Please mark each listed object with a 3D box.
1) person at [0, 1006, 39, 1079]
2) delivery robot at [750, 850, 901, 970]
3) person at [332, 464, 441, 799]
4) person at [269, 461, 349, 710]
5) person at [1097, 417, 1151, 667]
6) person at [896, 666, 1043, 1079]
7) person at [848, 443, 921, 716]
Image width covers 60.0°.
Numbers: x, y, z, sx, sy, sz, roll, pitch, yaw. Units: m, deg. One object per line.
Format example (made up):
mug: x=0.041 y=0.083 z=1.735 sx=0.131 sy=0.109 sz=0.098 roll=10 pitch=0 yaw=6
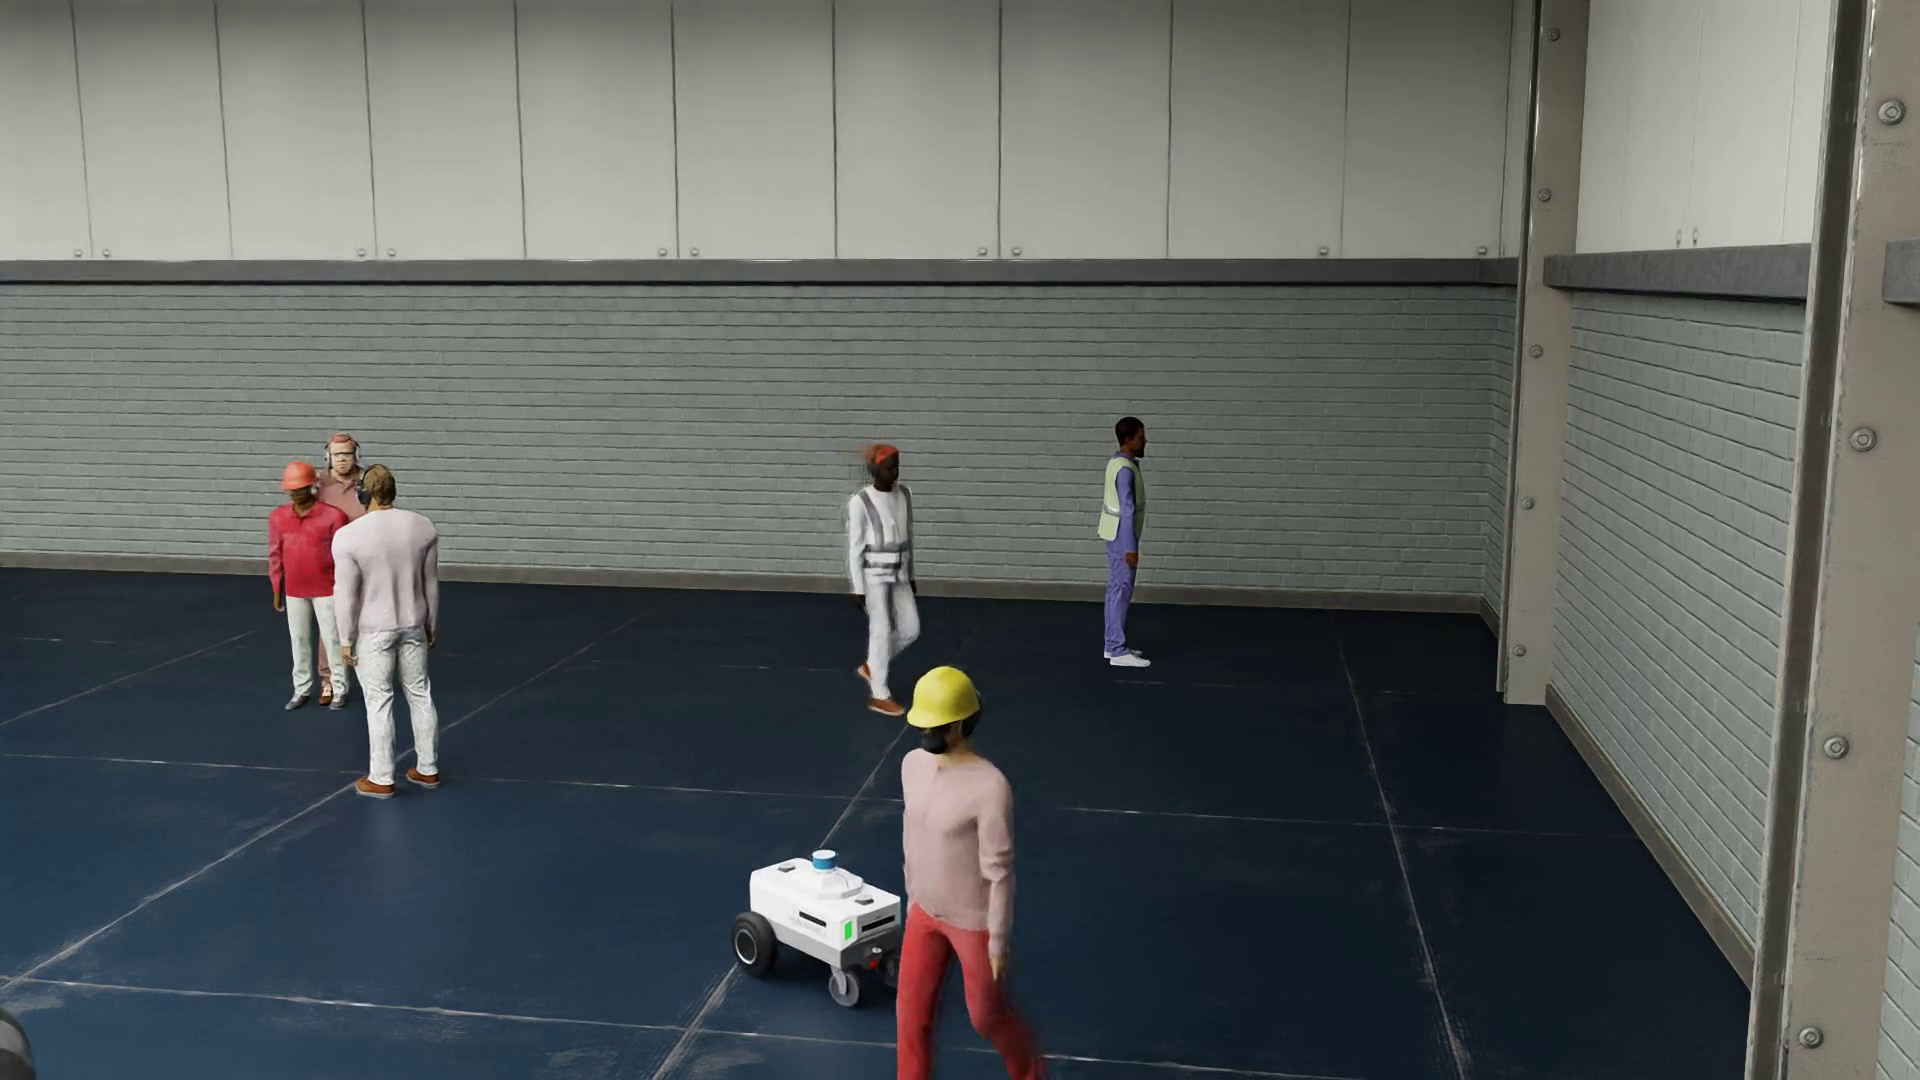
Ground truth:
person: x=-1.941 y=1.509 z=3.180 sx=0.606 sy=2.045 sz=0.389 roll=8 pitch=12 yaw=41
delivery robot: x=-0.576 y=1.569 z=7.100 sx=0.477 sy=0.478 sz=0.707 roll=-9 pitch=13 yaw=-43
person: x=-3.298 y=0.523 z=9.622 sx=0.627 sy=1.932 sz=0.370 roll=-9 pitch=13 yaw=-44
person: x=-4.482 y=0.317 z=11.461 sx=0.574 sy=1.743 sz=0.355 roll=0 pitch=9 yaw=3
person: x=1.263 y=0.006 z=12.831 sx=0.392 sy=1.920 sz=0.587 roll=0 pitch=9 yaw=-3
person: x=0.019 y=1.265 z=5.673 sx=0.771 sy=1.744 sz=0.537 roll=-9 pitch=13 yaw=-44
person: x=-0.523 y=0.265 z=11.382 sx=0.456 sy=1.870 sz=0.605 roll=8 pitch=12 yaw=40
